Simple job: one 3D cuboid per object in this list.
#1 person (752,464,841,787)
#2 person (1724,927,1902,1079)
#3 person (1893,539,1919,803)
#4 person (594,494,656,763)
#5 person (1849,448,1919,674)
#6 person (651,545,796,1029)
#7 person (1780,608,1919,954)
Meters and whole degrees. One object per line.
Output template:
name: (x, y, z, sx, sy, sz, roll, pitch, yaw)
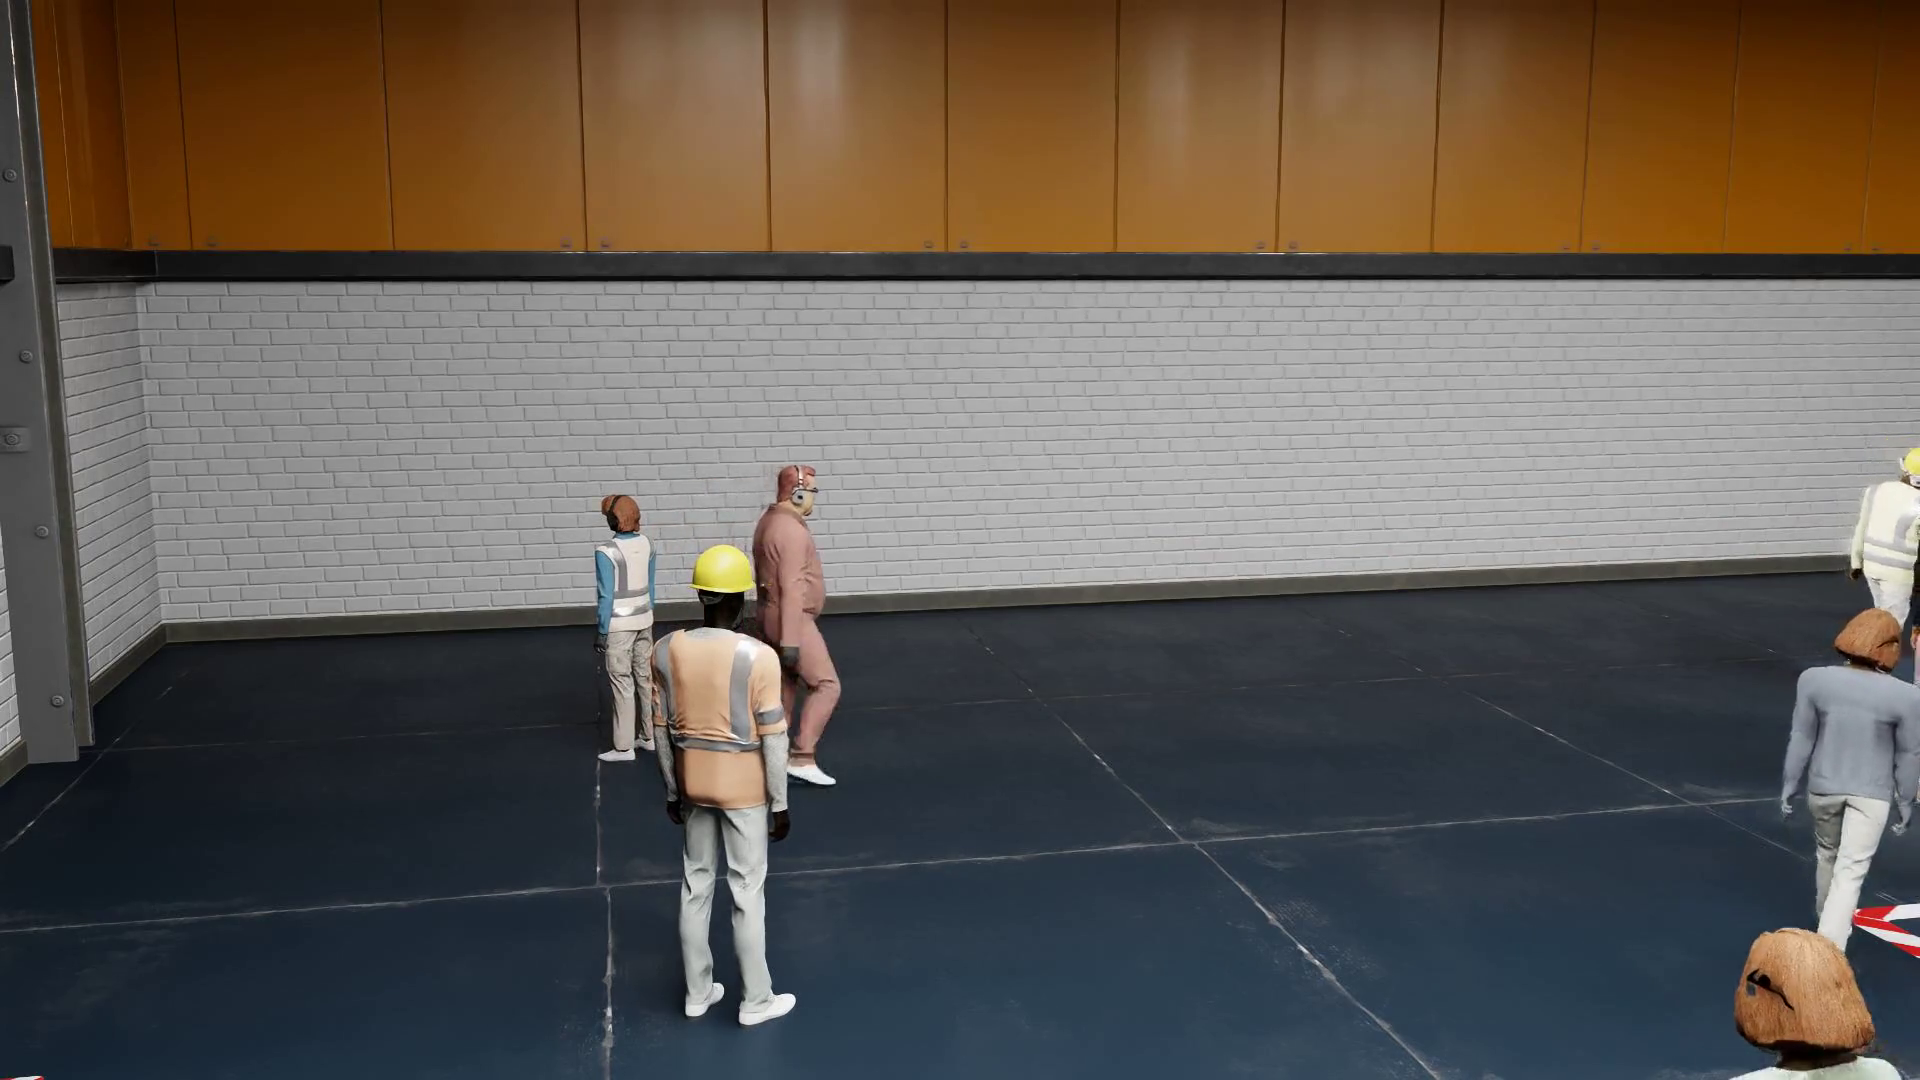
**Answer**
person: (-0.923, 0.504, 9.577, 0.582, 1.880, 0.670, -4, 10, -22)
person: (1.718, 1.610, 3.646, 0.509, 1.618, 0.515, -4, 10, -22)
person: (5.652, 0.496, 9.355, 0.752, 1.977, 0.626, -1, 9, -7)
person: (-2.033, 0.536, 10.131, 0.306, 1.639, 0.523, 5, 10, 27)
person: (6.496, 0.234, 11.558, 0.404, 1.790, 0.673, -2, 9, -11)
person: (-0.932, 0.974, 6.586, 0.585, 1.927, 0.366, 4, 10, 22)
person: (3.767, 1.071, 7.048, 0.507, 1.584, 0.855, 8, 13, 42)
